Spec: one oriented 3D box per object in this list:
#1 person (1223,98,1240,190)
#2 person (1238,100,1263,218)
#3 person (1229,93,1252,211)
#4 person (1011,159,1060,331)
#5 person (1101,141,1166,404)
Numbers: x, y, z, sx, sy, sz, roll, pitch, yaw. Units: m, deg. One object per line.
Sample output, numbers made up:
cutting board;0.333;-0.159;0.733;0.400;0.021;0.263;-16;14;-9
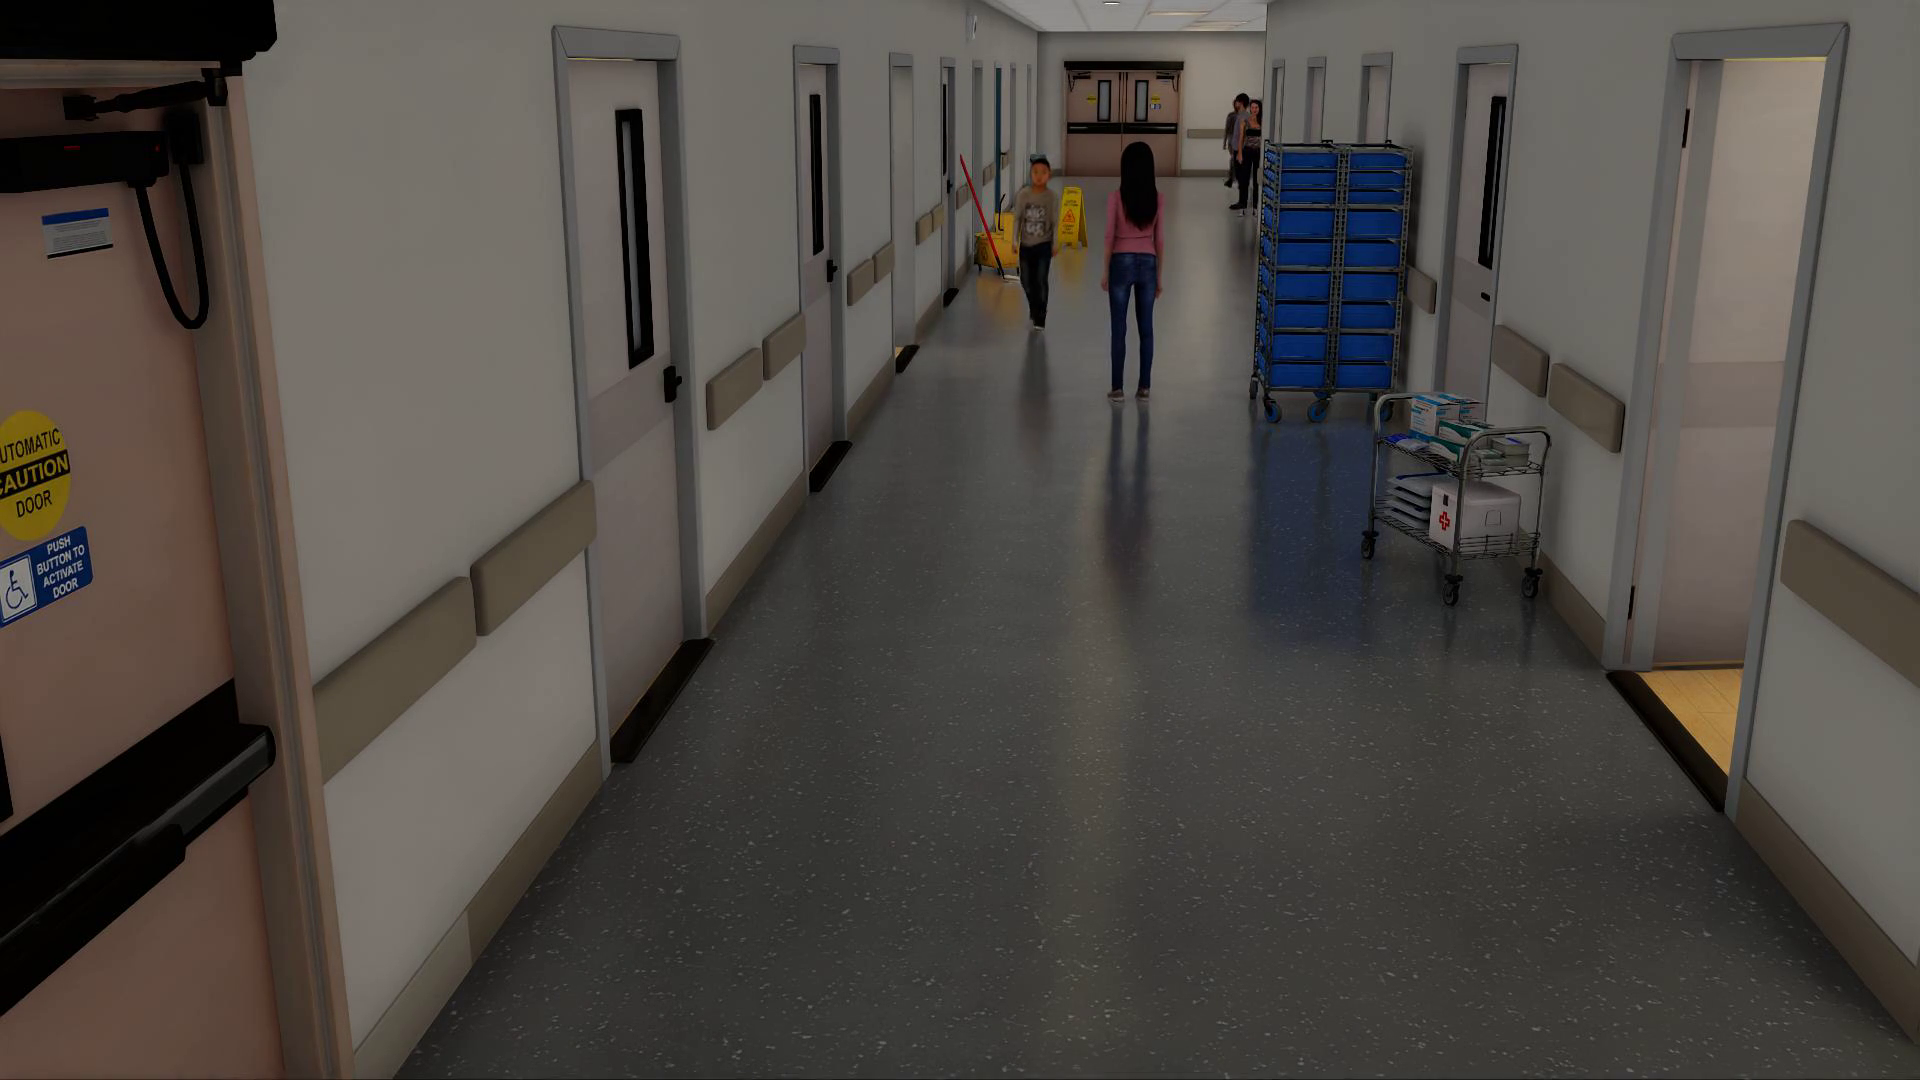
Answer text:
person;5.220;-7.441;31.331;0.880;1.680;1.193;-5;17;-17
person;4.522;-5.891;25.668;0.601;1.769;0.532;1;16;4
person;4.581;-6.318;27.047;0.749;1.843;0.518;4;16;13
person;0.666;-2.572;14.500;0.618;1.441;0.978;3;16;12
person;1.169;-1.811;11.244;0.612;1.743;0.571;-2;16;-9
